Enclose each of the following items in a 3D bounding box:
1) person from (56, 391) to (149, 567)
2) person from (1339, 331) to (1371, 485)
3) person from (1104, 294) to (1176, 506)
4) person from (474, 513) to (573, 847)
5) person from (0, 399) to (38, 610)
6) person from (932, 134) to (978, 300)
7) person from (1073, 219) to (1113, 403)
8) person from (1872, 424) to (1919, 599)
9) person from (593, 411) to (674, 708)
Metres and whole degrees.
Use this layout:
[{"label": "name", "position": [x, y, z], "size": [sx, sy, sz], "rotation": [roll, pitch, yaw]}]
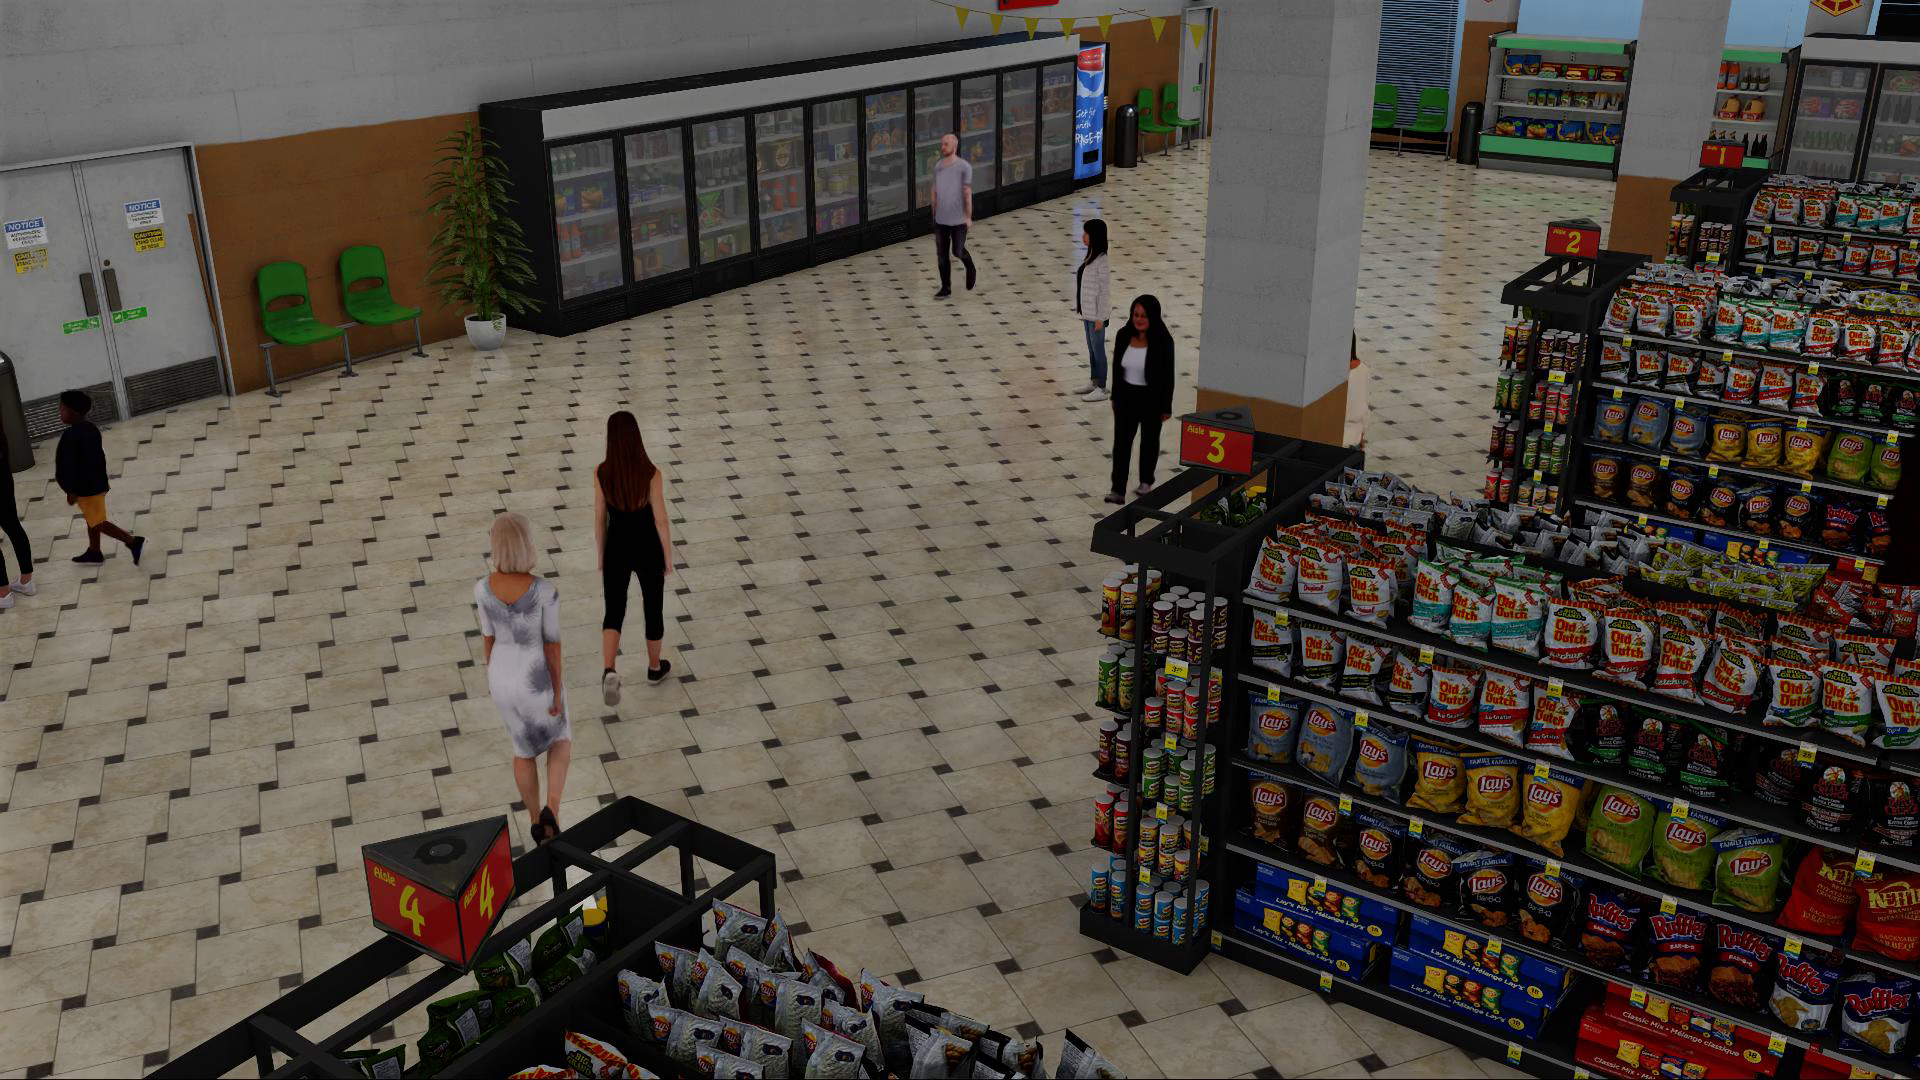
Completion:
[{"label": "person", "position": [-5.872, -0.394, 11.312], "size": [0.879, 1.257, 0.789], "rotation": [-1, 22, -4]}, {"label": "person", "position": [2.630, -0.643, 11.386], "size": [0.844, 1.664, 0.992], "rotation": [-13, 25, -28]}, {"label": "person", "position": [1.399, -1.079, 12.565], "size": [0.931, 1.594, 0.865], "rotation": [8, 23, 19]}, {"label": "person", "position": [-2.072, 0.724, 7.883], "size": [0.719, 1.739, 0.781], "rotation": [1, 22, 2]}, {"label": "person", "position": [-6.281, -0.393, 10.709], "size": [0.612, 1.704, 0.662], "rotation": [7, 23, 16]}, {"label": "person", "position": [-0.042, -3.596, 18.525], "size": [0.741, 1.820, 0.738], "rotation": [14, 26, 31]}, {"label": "person", "position": [1.222, -2.073, 14.981], "size": [0.767, 1.636, 0.696], "rotation": [-5, 22, -12]}, {"label": "person", "position": [5.775, -0.166, 10.072], "size": [0.747, 1.757, 0.755], "rotation": [5, 22, 12]}, {"label": "person", "position": [-1.879, 0.126, 9.415], "size": [1.026, 1.707, 0.967], "rotation": [2, 22, 4]}]
